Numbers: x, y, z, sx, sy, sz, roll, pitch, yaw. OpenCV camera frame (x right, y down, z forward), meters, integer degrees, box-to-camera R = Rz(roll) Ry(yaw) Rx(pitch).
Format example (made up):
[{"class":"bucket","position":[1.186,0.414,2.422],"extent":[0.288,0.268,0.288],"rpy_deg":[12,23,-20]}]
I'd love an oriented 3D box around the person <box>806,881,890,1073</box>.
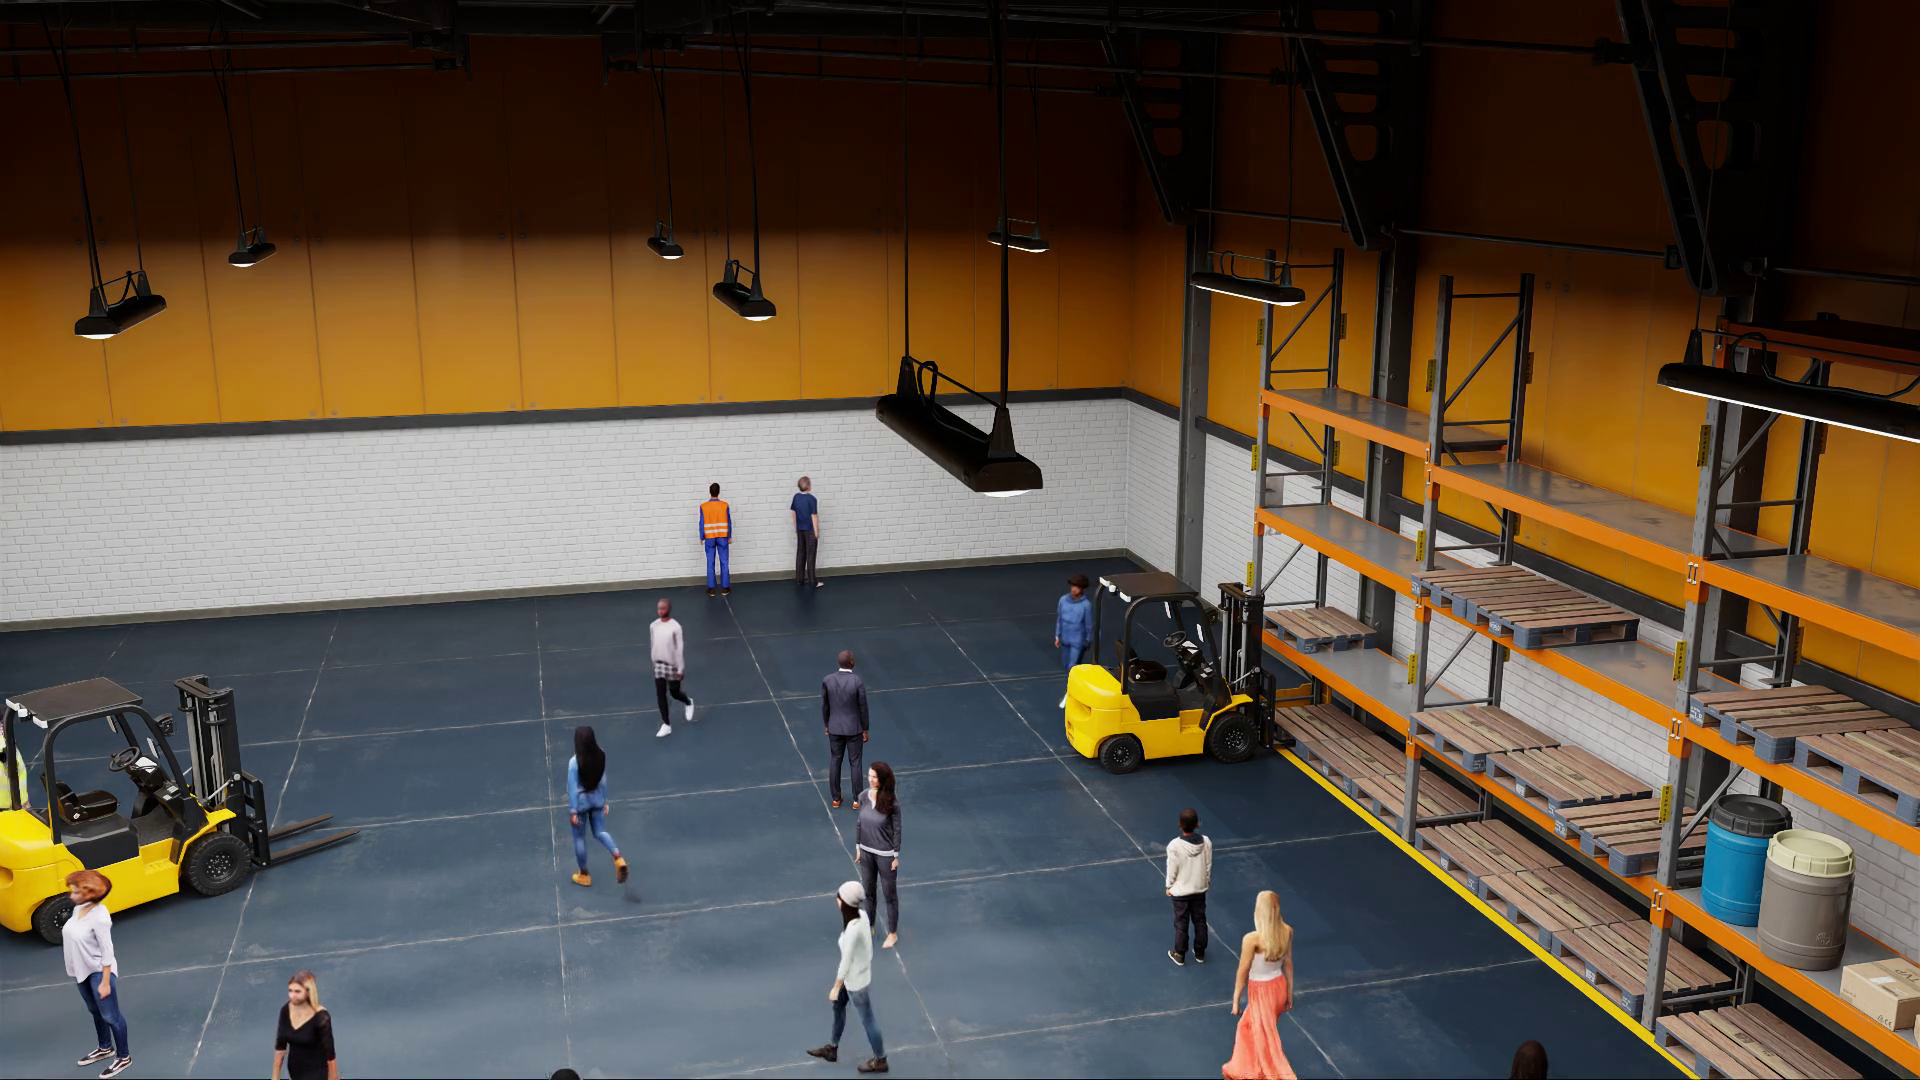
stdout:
[{"class":"person","position":[-0.745,3.496,13.226],"extent":[0.816,1.621,0.919],"rpy_deg":[0,14,0]}]

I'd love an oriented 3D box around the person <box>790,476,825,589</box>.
[{"class":"person","position":[-2.565,-0.144,27.728],"extent":[0.715,1.871,0.799],"rpy_deg":[10,17,35]}]

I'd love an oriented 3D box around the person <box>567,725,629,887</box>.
[{"class":"person","position":[-3.620,2.673,16.471],"extent":[1.072,1.694,0.951],"rpy_deg":[10,17,37]}]

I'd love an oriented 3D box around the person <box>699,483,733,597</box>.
[{"class":"person","position":[-3.995,-0.023,27.244],"extent":[0.702,1.864,0.608],"rpy_deg":[-3,14,-11]}]

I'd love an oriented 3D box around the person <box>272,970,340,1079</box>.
[{"class":"person","position":[-4.591,3.814,11.896],"extent":[0.986,1.629,1.118],"rpy_deg":[6,15,22]}]

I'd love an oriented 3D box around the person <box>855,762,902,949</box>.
[{"class":"person","position":[-0.753,2.890,15.417],"extent":[0.682,1.768,0.727],"rpy_deg":[7,15,25]}]

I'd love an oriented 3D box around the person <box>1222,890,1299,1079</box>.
[{"class":"person","position":[2.392,3.570,12.631],"extent":[0.864,1.757,1.291],"rpy_deg":[-8,16,-31]}]

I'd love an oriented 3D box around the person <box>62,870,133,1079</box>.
[{"class":"person","position":[-6.906,3.427,13.321],"extent":[0.727,1.710,0.803],"rpy_deg":[10,17,35]}]

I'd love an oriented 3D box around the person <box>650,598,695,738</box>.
[{"class":"person","position":[-3.625,1.566,20.902],"extent":[0.944,1.759,1.048],"rpy_deg":[6,15,23]}]

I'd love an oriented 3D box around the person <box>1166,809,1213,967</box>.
[{"class":"person","position":[2.079,3.140,15.058],"extent":[0.580,1.450,0.513],"rpy_deg":[-3,14,-11]}]

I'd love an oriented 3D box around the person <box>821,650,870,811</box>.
[{"class":"person","position":[-1.270,2.105,18.541],"extent":[0.788,1.824,0.795],"rpy_deg":[4,14,18]}]

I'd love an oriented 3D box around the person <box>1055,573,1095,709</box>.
[{"class":"person","position":[1.553,1.296,21.976],"extent":[1.089,1.779,1.079],"rpy_deg":[12,18,39]}]
